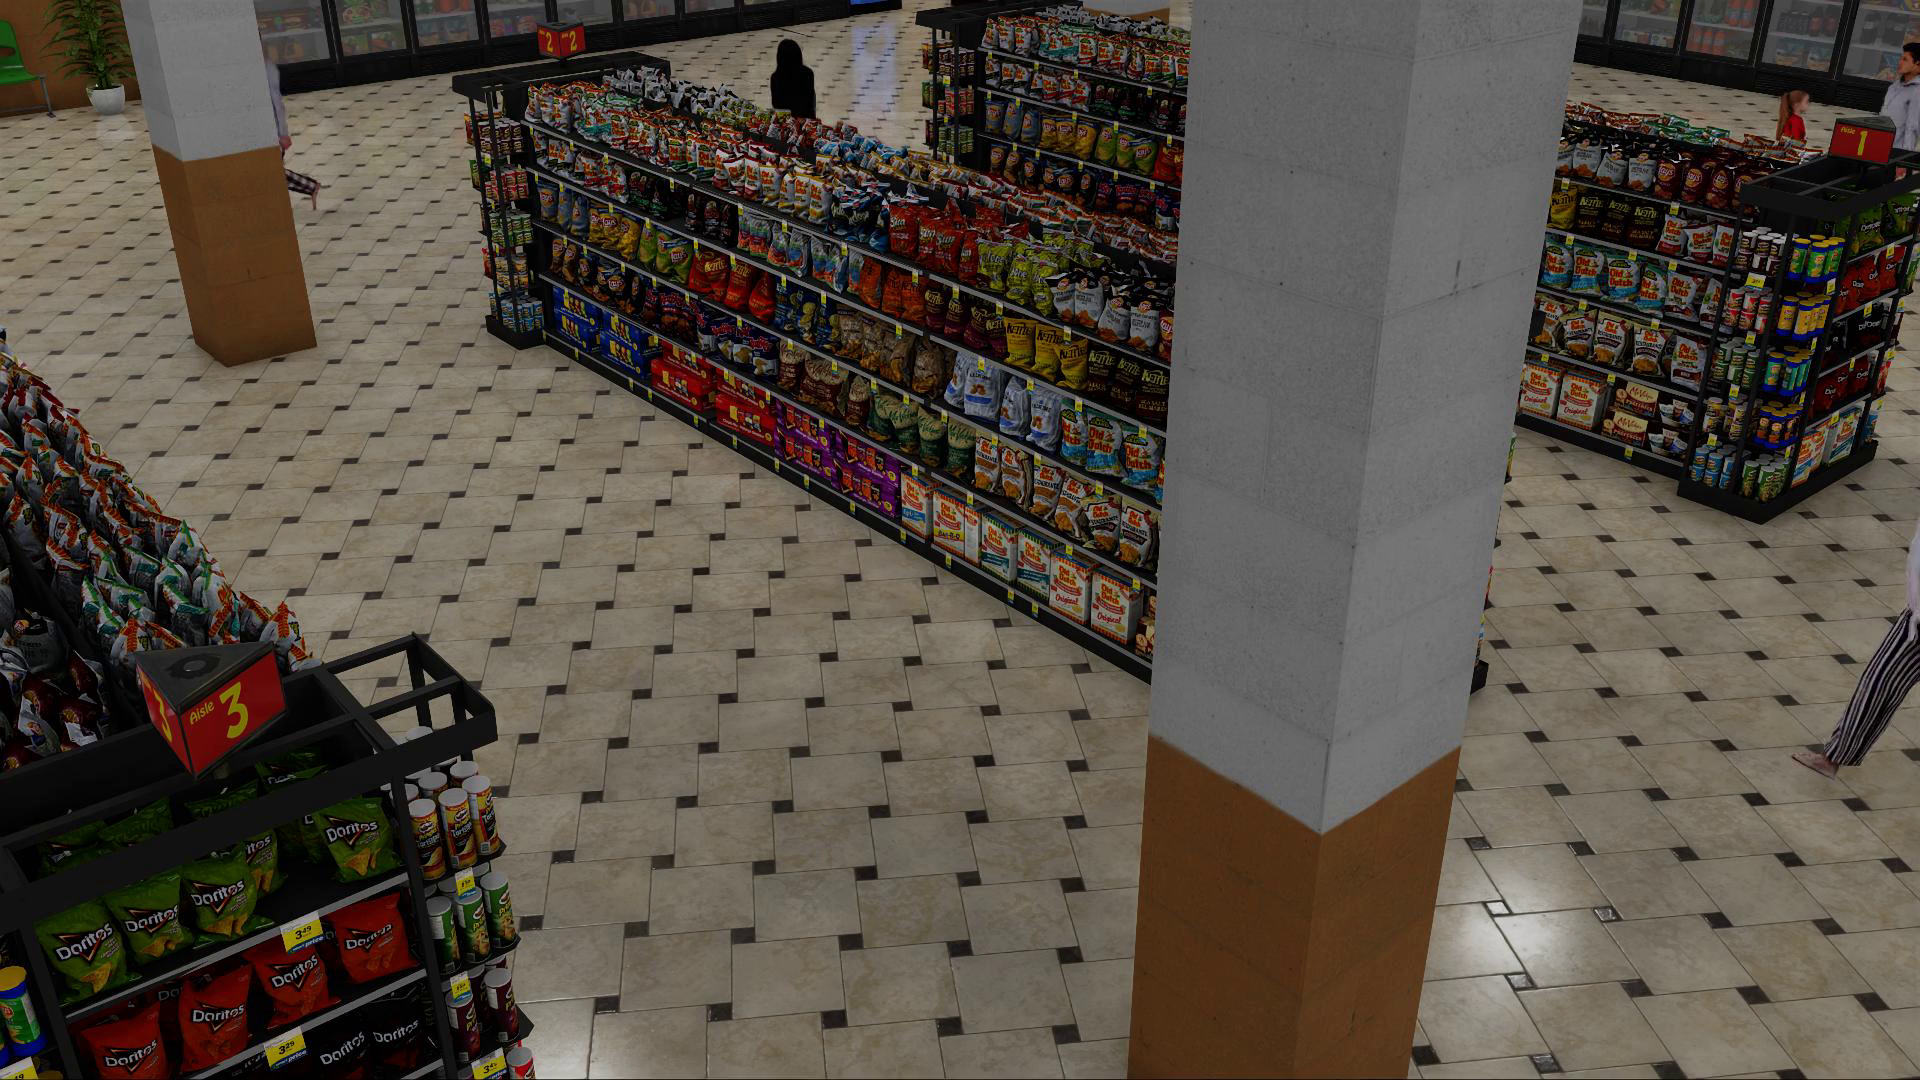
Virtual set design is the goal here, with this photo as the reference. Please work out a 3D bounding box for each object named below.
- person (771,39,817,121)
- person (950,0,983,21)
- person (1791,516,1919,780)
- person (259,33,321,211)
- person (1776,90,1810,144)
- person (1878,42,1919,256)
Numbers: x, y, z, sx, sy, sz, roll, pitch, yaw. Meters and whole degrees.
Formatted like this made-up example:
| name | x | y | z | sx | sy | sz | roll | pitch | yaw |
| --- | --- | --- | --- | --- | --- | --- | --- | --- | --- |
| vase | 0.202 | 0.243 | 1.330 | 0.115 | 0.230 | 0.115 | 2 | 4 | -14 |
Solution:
| name | x | y | z | sx | sy | sz | roll | pitch | yaw |
| --- | --- | --- | --- | --- | --- | --- | --- | --- | --- |
| person | -1.538 | -3.959 | 15.994 | 0.697 | 1.587 | 1.065 | -18 | 32 | -31 |
| person | 0.108 | -6.825 | 21.462 | 0.682 | 1.753 | 0.713 | 18 | 32 | 32 |
| person | 4.423 | 0.406 | 7.348 | 1.083 | 1.622 | 1.197 | -6 | 28 | -12 |
| person | -6.358 | -3.825 | 15.470 | 0.972 | 1.821 | 0.818 | 18 | 32 | 31 |
| person | 7.714 | -3.556 | 15.537 | 0.633 | 1.281 | 0.583 | 6 | 27 | 11 |
| person | 8.136 | -3.307 | 14.359 | 1.247 | 1.901 | 1.211 | 1 | 27 | 2 |
